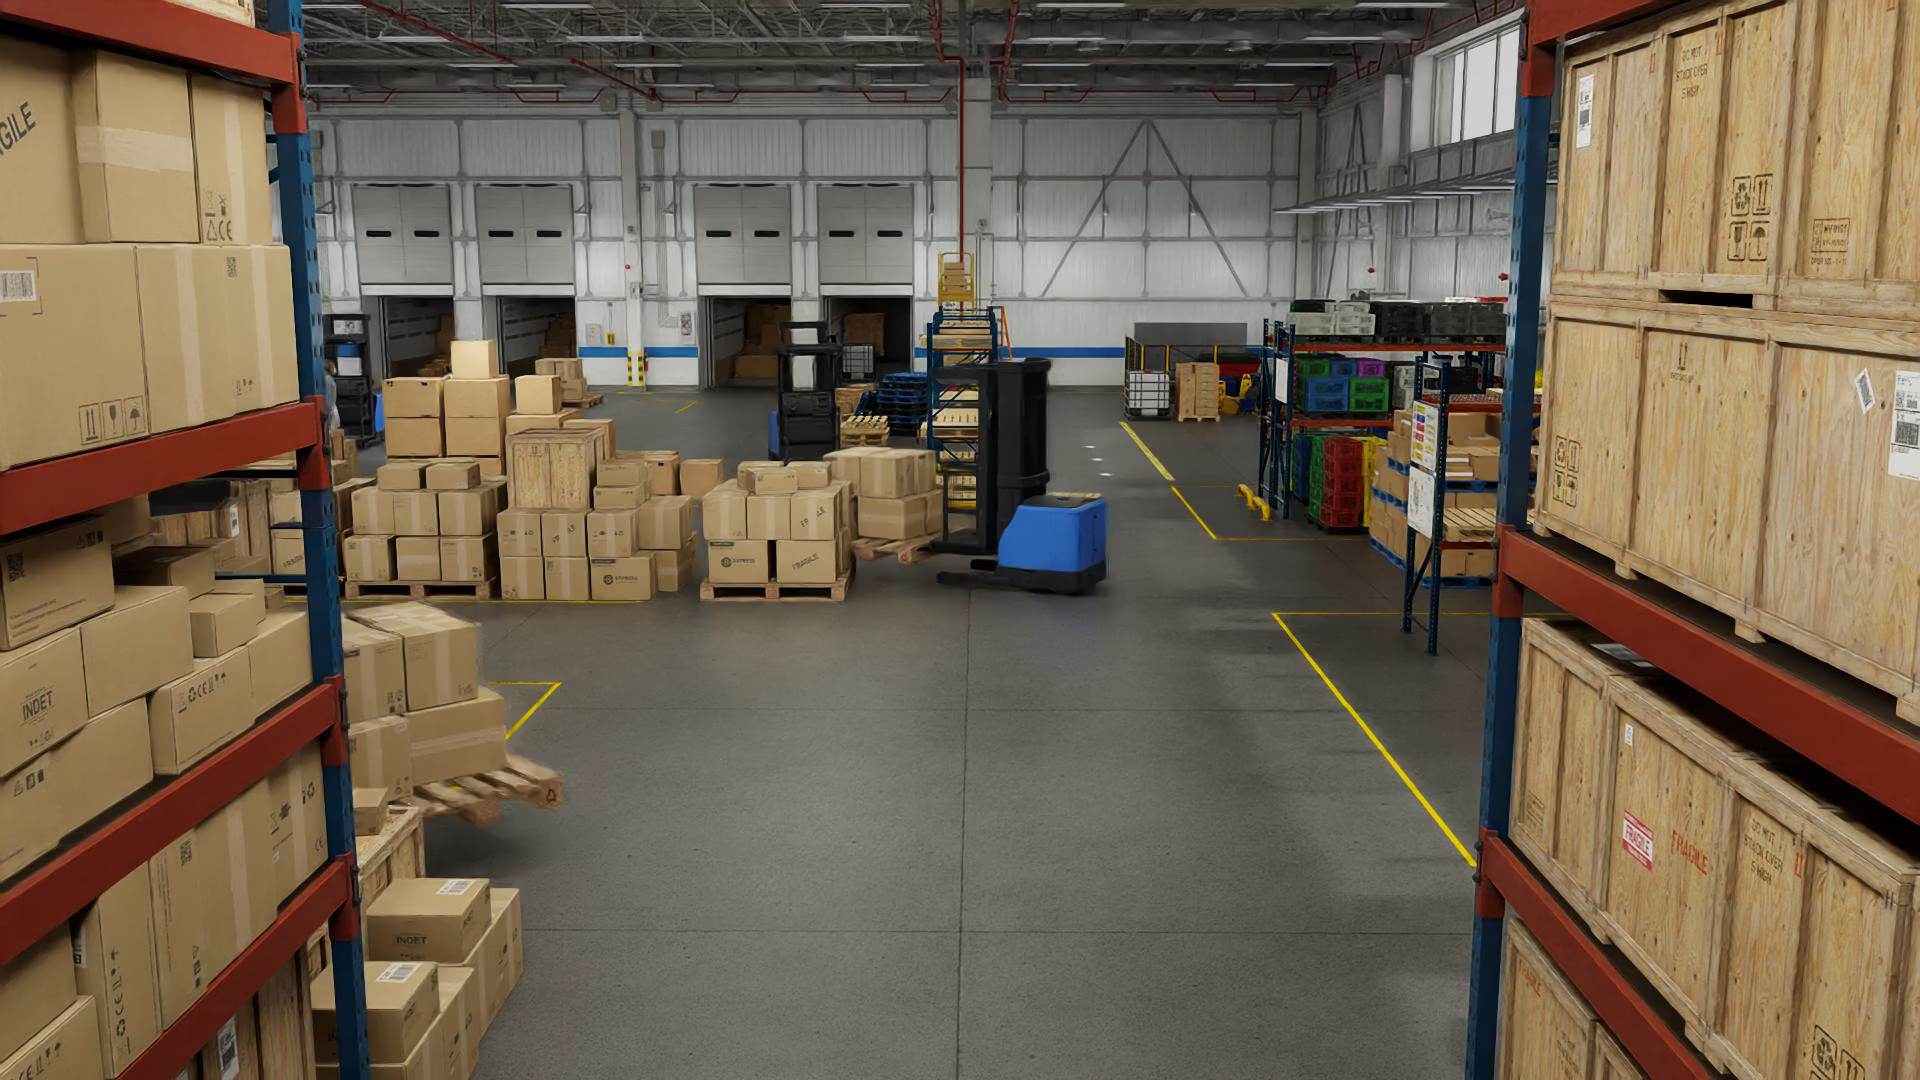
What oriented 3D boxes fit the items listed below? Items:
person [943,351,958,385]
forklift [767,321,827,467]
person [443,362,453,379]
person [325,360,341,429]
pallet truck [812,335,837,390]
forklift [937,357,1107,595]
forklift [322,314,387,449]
[{"bbox_3d":[-0.221,-4.103,42.179,0.551,1.912,0.823,-8,13,-39],"label":"person"},{"bbox_3d":[-2.991,-2.754,31.594,1.129,2.768,1.873,-3,10,-18],"label":"forklift"},{"bbox_3d":[-11.557,-3.223,37.909,0.313,1.633,0.536,6,11,30],"label":"person"},{"bbox_3d":[-12.981,-2.723,34.164,0.506,1.926,0.647,-3,10,-19],"label":"person"},{"bbox_3d":[-3.021,-4.312,43.126,1.885,1.965,0.823,3,10,17],"label":"pallet truck"},{"bbox_3d":[0.796,-0.841,20.553,1.873,2.768,1.129,5,11,25],"label":"forklift"},{"bbox_3d":[-12.976,-3.414,35.398,1.129,2.768,1.873,0,10,1],"label":"forklift"}]
